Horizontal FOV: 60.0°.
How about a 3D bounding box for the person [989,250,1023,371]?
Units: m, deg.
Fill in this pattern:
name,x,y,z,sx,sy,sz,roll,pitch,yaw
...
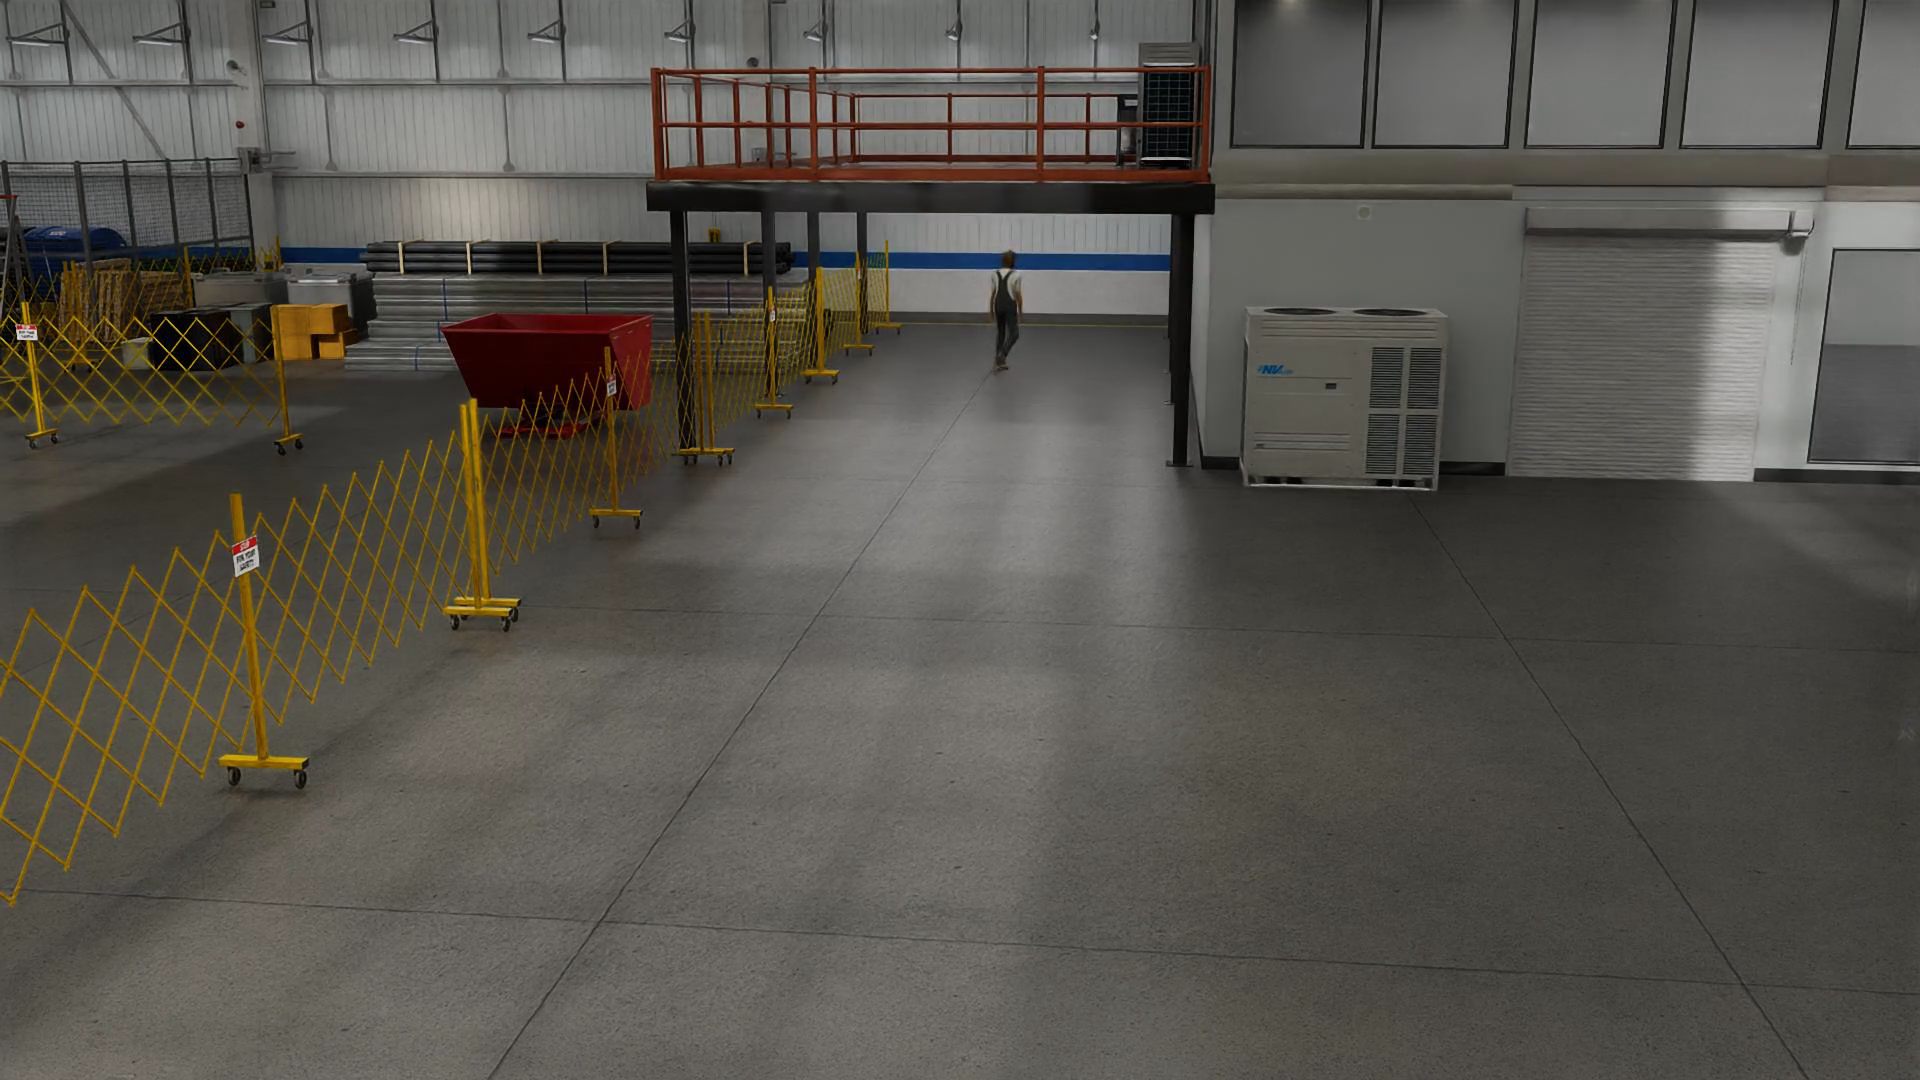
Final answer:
name,x,y,z,sx,sy,sz,roll,pitch,yaw
person,0.654,-3.432,25.032,0.596,1.825,0.508,7,16,28
